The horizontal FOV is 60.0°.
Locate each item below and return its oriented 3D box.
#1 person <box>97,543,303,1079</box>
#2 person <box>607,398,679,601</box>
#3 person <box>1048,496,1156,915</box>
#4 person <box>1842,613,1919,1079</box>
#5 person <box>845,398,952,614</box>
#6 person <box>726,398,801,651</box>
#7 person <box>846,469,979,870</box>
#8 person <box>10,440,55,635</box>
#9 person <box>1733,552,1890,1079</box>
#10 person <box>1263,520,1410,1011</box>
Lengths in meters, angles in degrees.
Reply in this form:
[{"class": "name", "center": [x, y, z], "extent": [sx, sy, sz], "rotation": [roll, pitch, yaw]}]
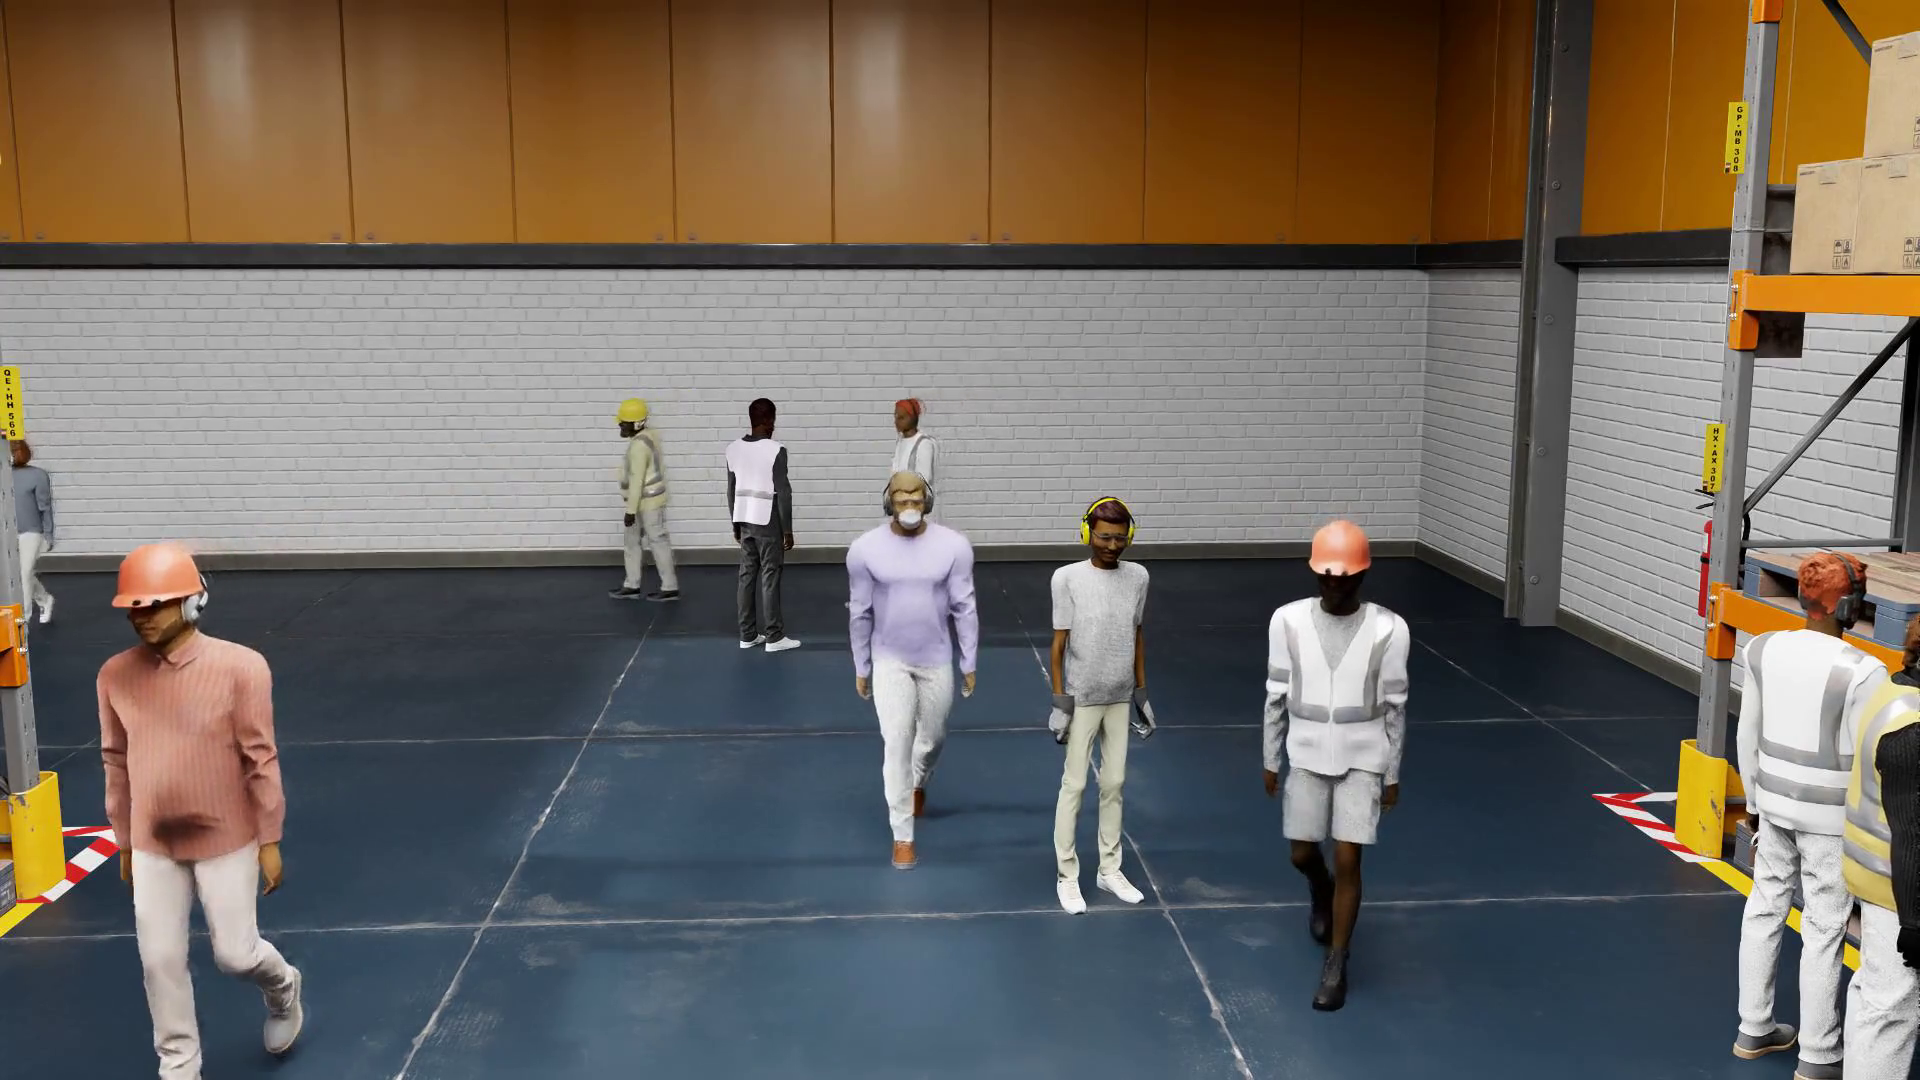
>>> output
[{"class": "person", "center": [-2.548, 0.965, 5.604], "extent": [0.626, 1.976, 0.671], "rotation": [1, 9, 3]}, {"class": "person", "center": [-2.771, -0.333, 14.335], "extent": [0.706, 1.788, 0.620], "rotation": [-2, 9, -12]}, {"class": "person", "center": [0.639, 0.728, 7.448], "extent": [0.520, 1.865, 0.327], "rotation": [-4, 10, -24]}, {"class": "person", "center": [2.986, 1.100, 5.193], "extent": [0.429, 1.836, 0.629], "rotation": [5, 10, 27]}, {"class": "person", "center": [-0.417, -0.250, 13.728], "extent": [1.042, 1.826, 0.571], "rotation": [-5, 10, -30]}, {"class": "person", "center": [-1.507, -0.113, 12.568], "extent": [0.587, 1.914, 0.392], "rotation": [6, 11, 33]}, {"class": "person", "center": [-0.237, 0.580, 8.264], "extent": [0.641, 1.911, 0.910], "rotation": [-1, 9, -6]}, {"class": "person", "center": [-7.436, -0.060, 13.204], "extent": [0.509, 1.604, 0.775], "rotation": [0, 9, -1]}, {"class": "person", "center": [2.997, 0.973, 5.847], "extent": [0.356, 1.883, 0.574], "rotation": [-4, 10, -24]}, {"class": "person", "center": [1.501, 0.836, 6.614], "extent": [0.555, 1.914, 0.695], "rotation": [3, 10, 19]}]
